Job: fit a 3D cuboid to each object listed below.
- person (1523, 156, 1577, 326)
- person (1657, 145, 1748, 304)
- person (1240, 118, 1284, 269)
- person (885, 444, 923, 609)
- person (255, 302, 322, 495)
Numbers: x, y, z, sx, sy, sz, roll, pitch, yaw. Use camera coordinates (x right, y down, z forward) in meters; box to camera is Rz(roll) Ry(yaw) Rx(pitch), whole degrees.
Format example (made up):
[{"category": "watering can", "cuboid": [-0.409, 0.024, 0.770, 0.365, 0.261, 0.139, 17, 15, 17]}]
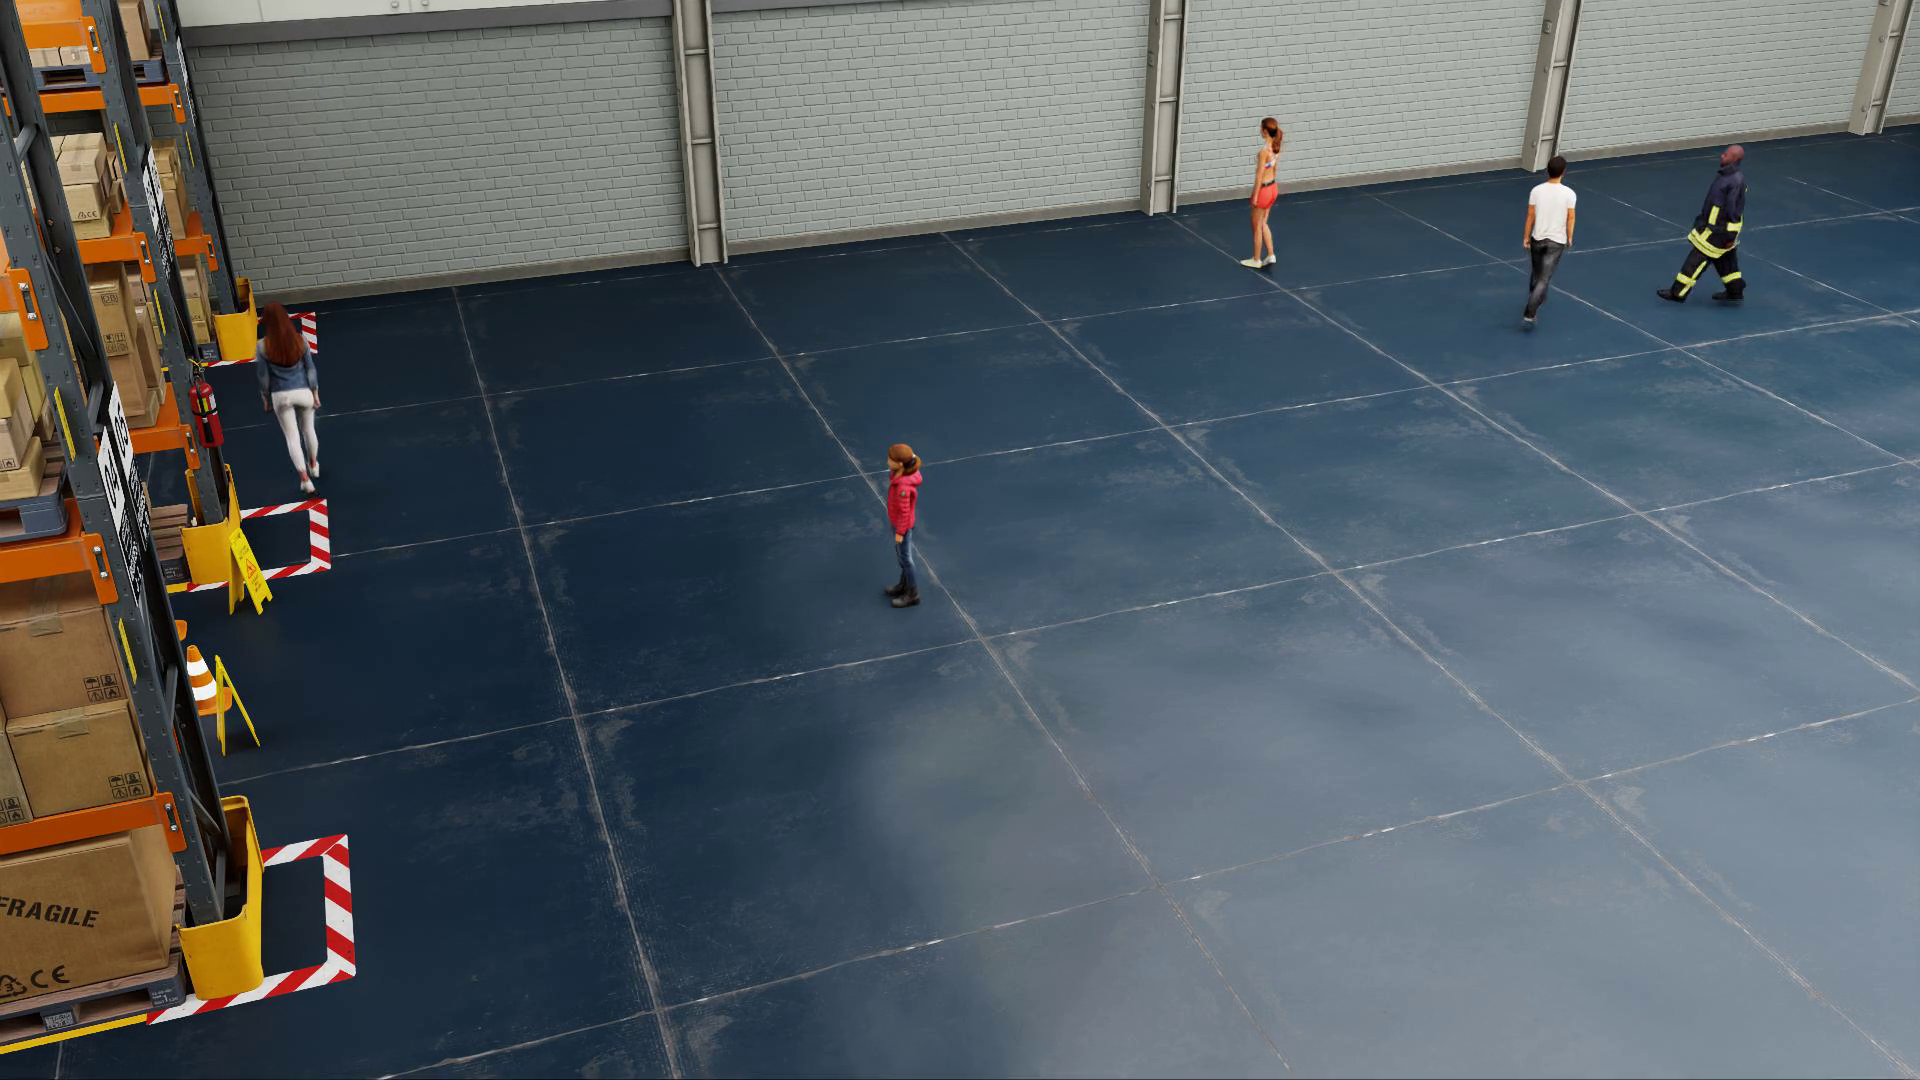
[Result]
[{"category": "person", "cuboid": [6.278, -3.170, 17.831, 1.066, 1.768, 1.257, 19, 33, 31]}, {"category": "person", "cuboid": [8.466, -3.448, 18.339, 1.315, 1.781, 1.126, 5, 28, 9]}, {"category": "person", "cuboid": [3.574, -4.029, 19.429, 0.821, 1.783, 0.778, 22, 35, 35]}, {"category": "person", "cuboid": [-0.417, -0.122, 12.588, 0.561, 1.318, 0.557, -3, 28, -6]}, {"category": "person", "cuboid": [-5.691, -1.182, 14.189, 0.917, 1.682, 0.770, -14, 31, -25]}]
